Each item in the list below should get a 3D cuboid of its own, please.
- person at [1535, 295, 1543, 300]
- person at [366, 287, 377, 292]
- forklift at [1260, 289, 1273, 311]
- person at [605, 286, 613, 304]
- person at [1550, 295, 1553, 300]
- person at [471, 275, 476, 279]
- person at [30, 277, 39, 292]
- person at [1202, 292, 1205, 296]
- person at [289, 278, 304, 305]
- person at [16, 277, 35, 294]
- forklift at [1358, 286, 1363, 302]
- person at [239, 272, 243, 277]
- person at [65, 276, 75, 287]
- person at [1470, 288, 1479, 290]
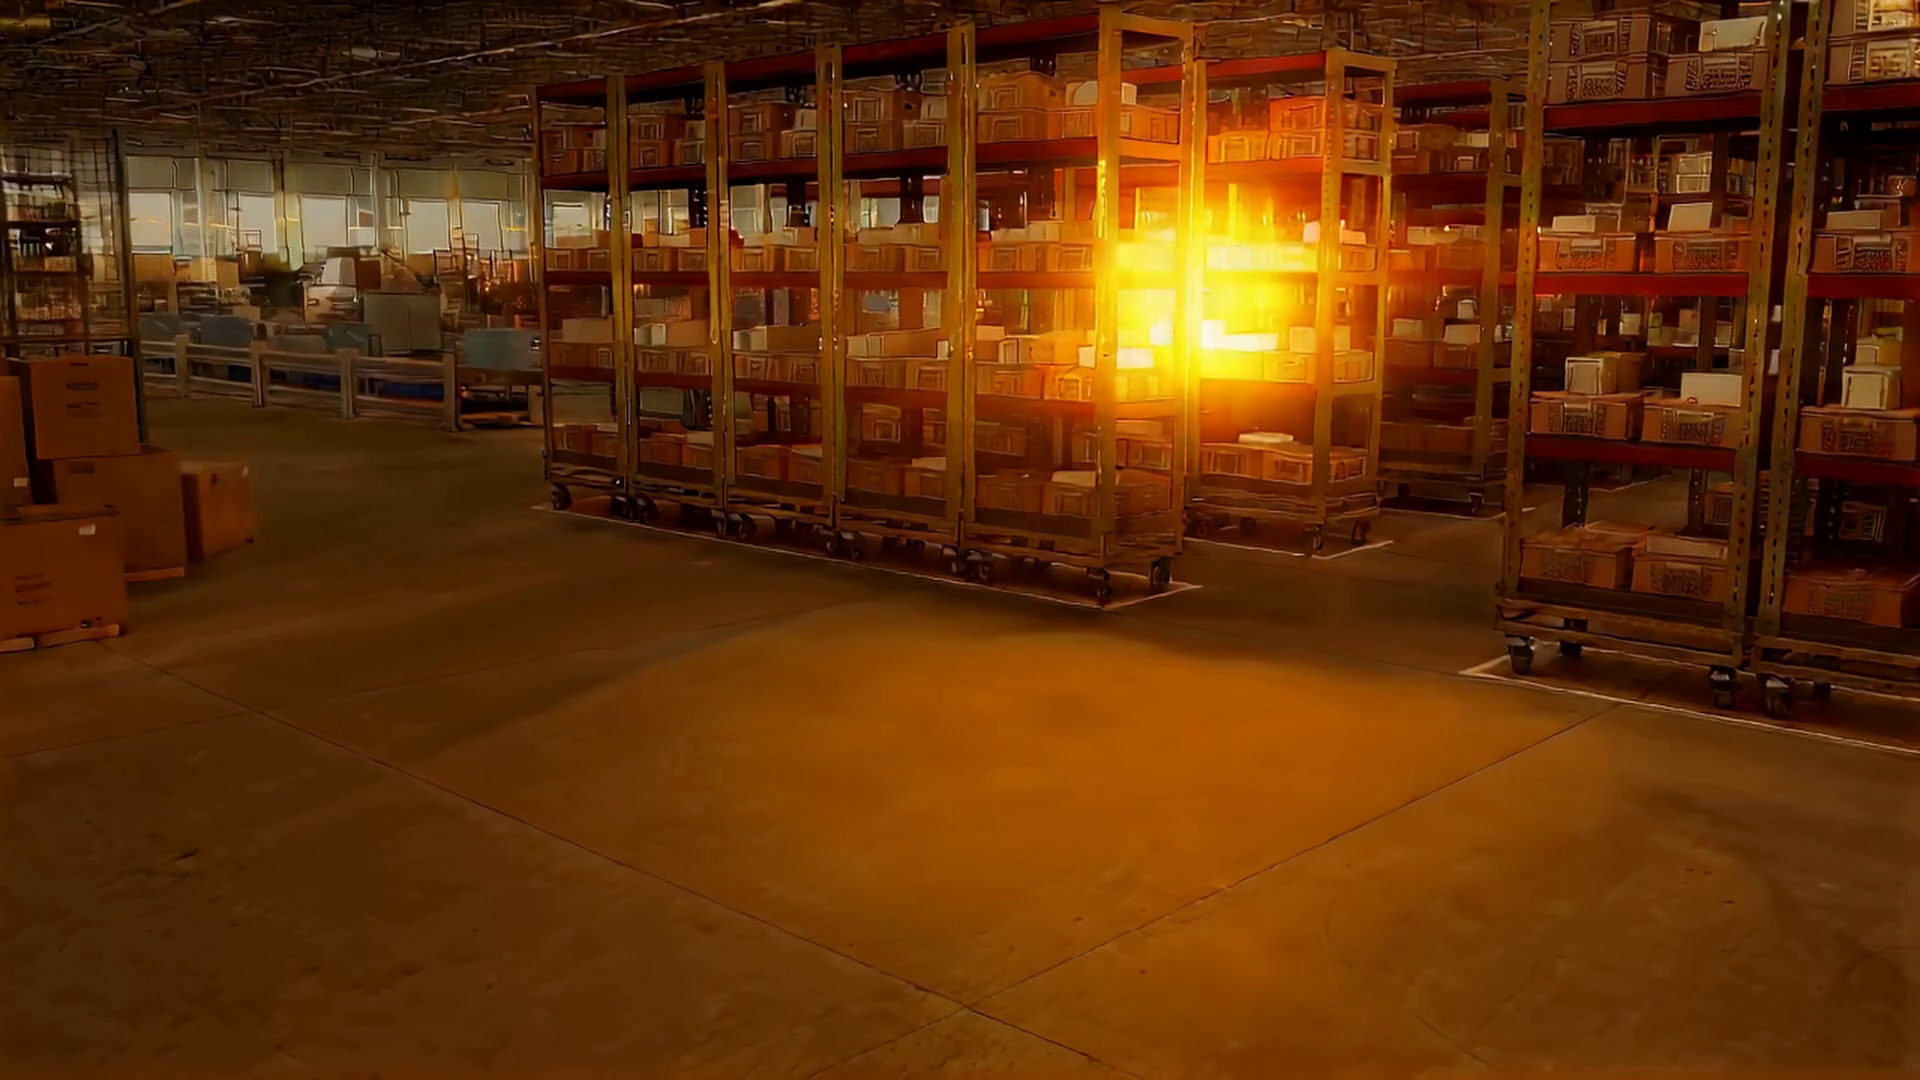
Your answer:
[{"bbox_3d":[15.401,-6.148,44.892,0.590,1.821,0.404,1,9,8],"label":"person"},{"bbox_3d":[-19.603,-7.859,55.089,0.579,1.910,0.769,9,13,44],"label":"person"},{"bbox_3d":[9.989,-8.188,54.148,1.129,2.768,1.873,9,13,43],"label":"forklift"},{"bbox_3d":[-12.918,-8.745,61.353,0.534,1.641,0.959,8,12,40],"label":"person"},{"bbox_3d":[15.773,-5.940,43.989,0.505,1.683,0.532,1,9,5],"label":"person"},{"bbox_3d":[-18.347,-8.993,62.302,0.825,1.842,0.539,-8,12,-39],"label":"person"},{"bbox_3d":[-29.962,-7.633,53.833,0.531,1.871,0.322,3,10,20],"label":"person"},{"bbox_3d":[7.087,-6.759,48.978,0.530,1.708,0.943,-8,12,-41],"label":"person"},{"bbox_3d":[-24.015,-8.622,60.295,0.580,1.744,0.364,-5,10,-27],"label":"person"},{"bbox_3d":[-29.786,-7.545,53.087,0.542,1.939,0.368,-9,13,-43],"label":"person"},{"bbox_3d":[11.100,-7.017,46.970,1.873,2.768,1.129,9,13,43],"label":"forklift"},{"bbox_3d":[-37.184,-12.944,86.194,0.551,1.935,0.375,8,12,41],"label":"person"},{"bbox_3d":[-44.862,-12.598,83.918,0.631,1.982,0.472,0,9,-2],"label":"person"},{"bbox_3d":[16.531,-7.612,53.652,0.568,1.882,0.988,-8,12,-42],"label":"person"}]
